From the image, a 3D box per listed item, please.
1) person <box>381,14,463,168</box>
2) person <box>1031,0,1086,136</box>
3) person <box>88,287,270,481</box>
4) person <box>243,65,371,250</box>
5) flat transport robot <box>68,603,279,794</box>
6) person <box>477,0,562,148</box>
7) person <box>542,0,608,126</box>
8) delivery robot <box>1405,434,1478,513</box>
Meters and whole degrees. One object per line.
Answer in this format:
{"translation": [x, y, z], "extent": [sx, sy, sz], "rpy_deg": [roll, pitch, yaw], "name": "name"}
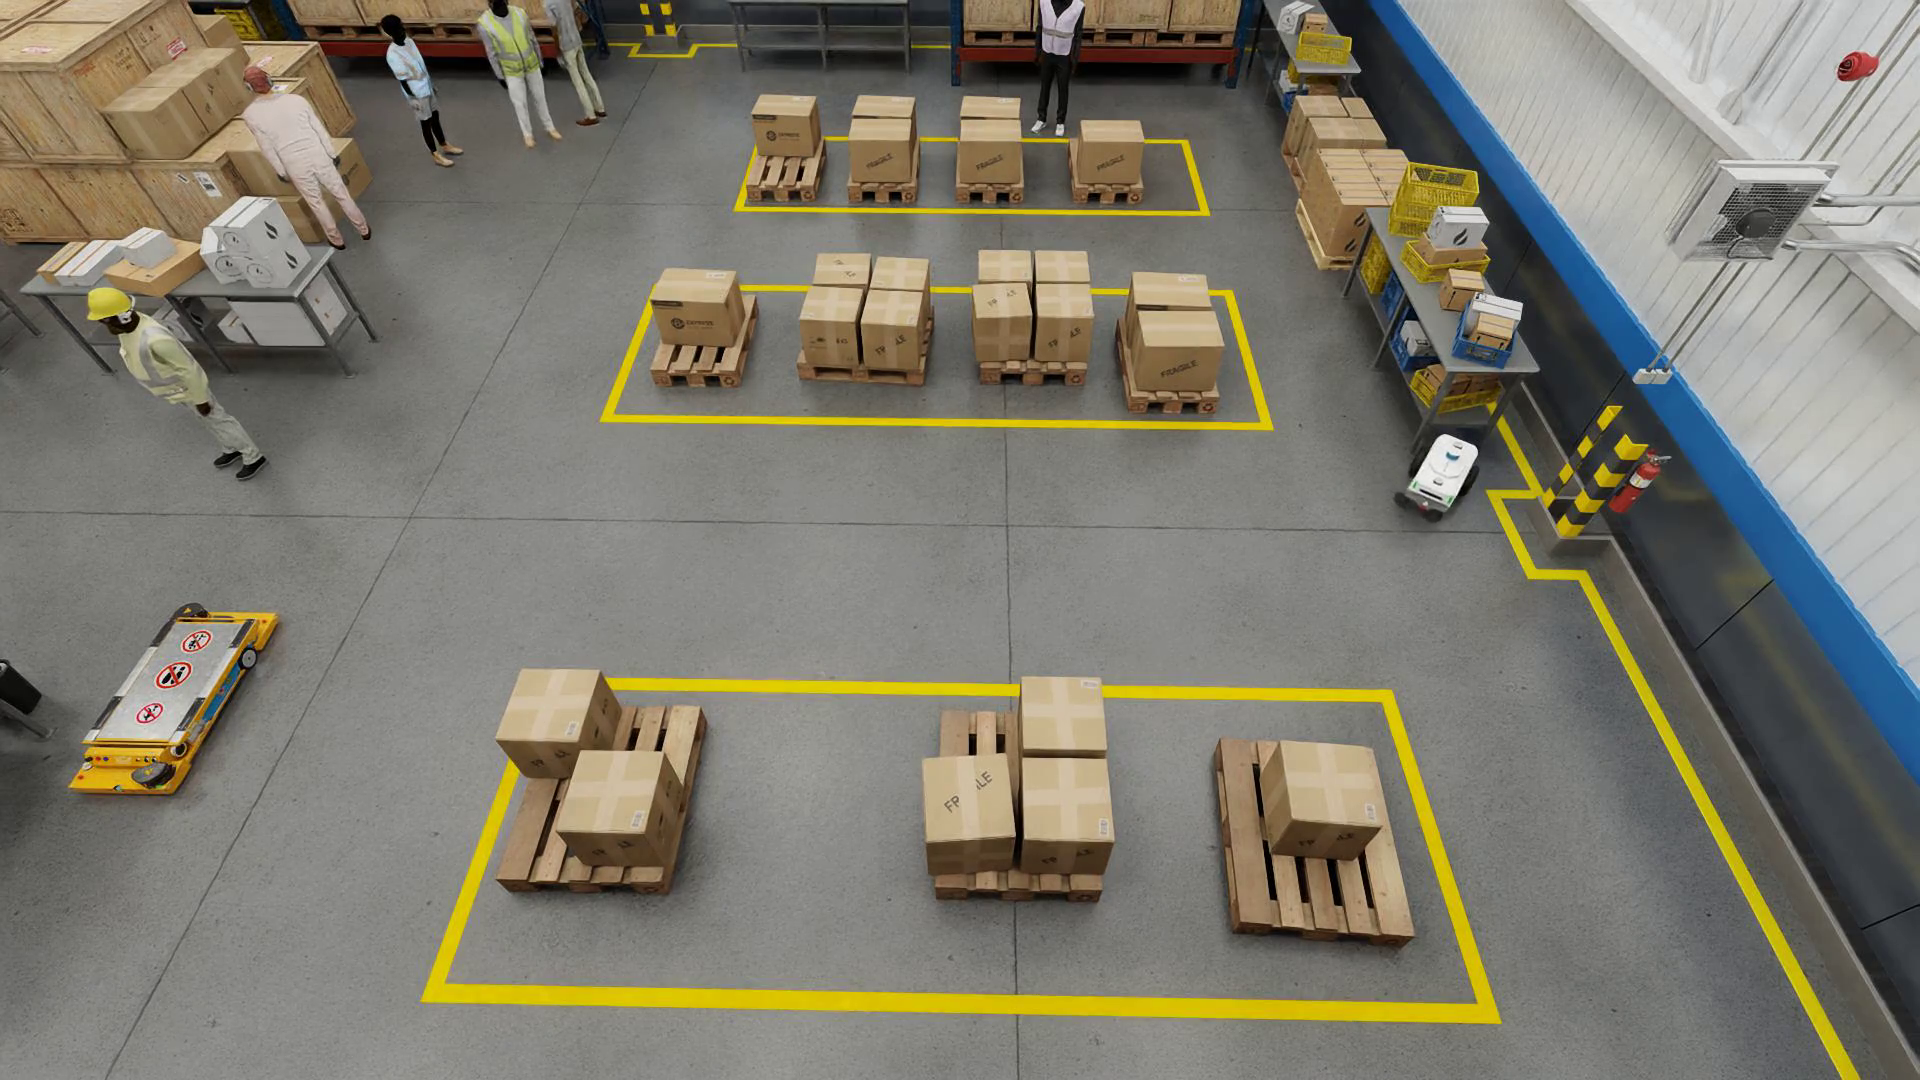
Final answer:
{"translation": [-6.456, -5.367, 10.961], "extent": [0.317, 1.695, 0.540], "rpy_deg": [2, 50, 2], "name": "person"}
{"translation": [1.210, -6.046, 11.395], "extent": [0.592, 1.917, 0.392], "rpy_deg": [16, 52, 13], "name": "person"}
{"translation": [-6.286, -1.239, 7.380], "extent": [0.586, 1.835, 0.403], "rpy_deg": [27, 55, 21], "name": "person"}
{"translation": [-6.923, -4.011, 9.682], "extent": [0.639, 1.905, 0.407], "rpy_deg": [-34, 57, -25], "name": "person"}
{"translation": [-5.504, 1.072, 6.442], "extent": [0.652, 0.197, 1.431], "rpy_deg": [1, 50, 1], "name": "flat transport robot"}
{"translation": [-5.380, -5.773, 11.223], "extent": [0.626, 1.834, 0.430], "rpy_deg": [-32, 57, -24], "name": "person"}
{"translation": [-4.948, -6.219, 11.583], "extent": [0.342, 1.858, 0.518], "rpy_deg": [15, 51, 13], "name": "person"}
{"translation": [3.994, -0.559, 7.578], "extent": [0.477, 0.478, 0.707], "rpy_deg": [29, 56, 22], "name": "delivery robot"}
